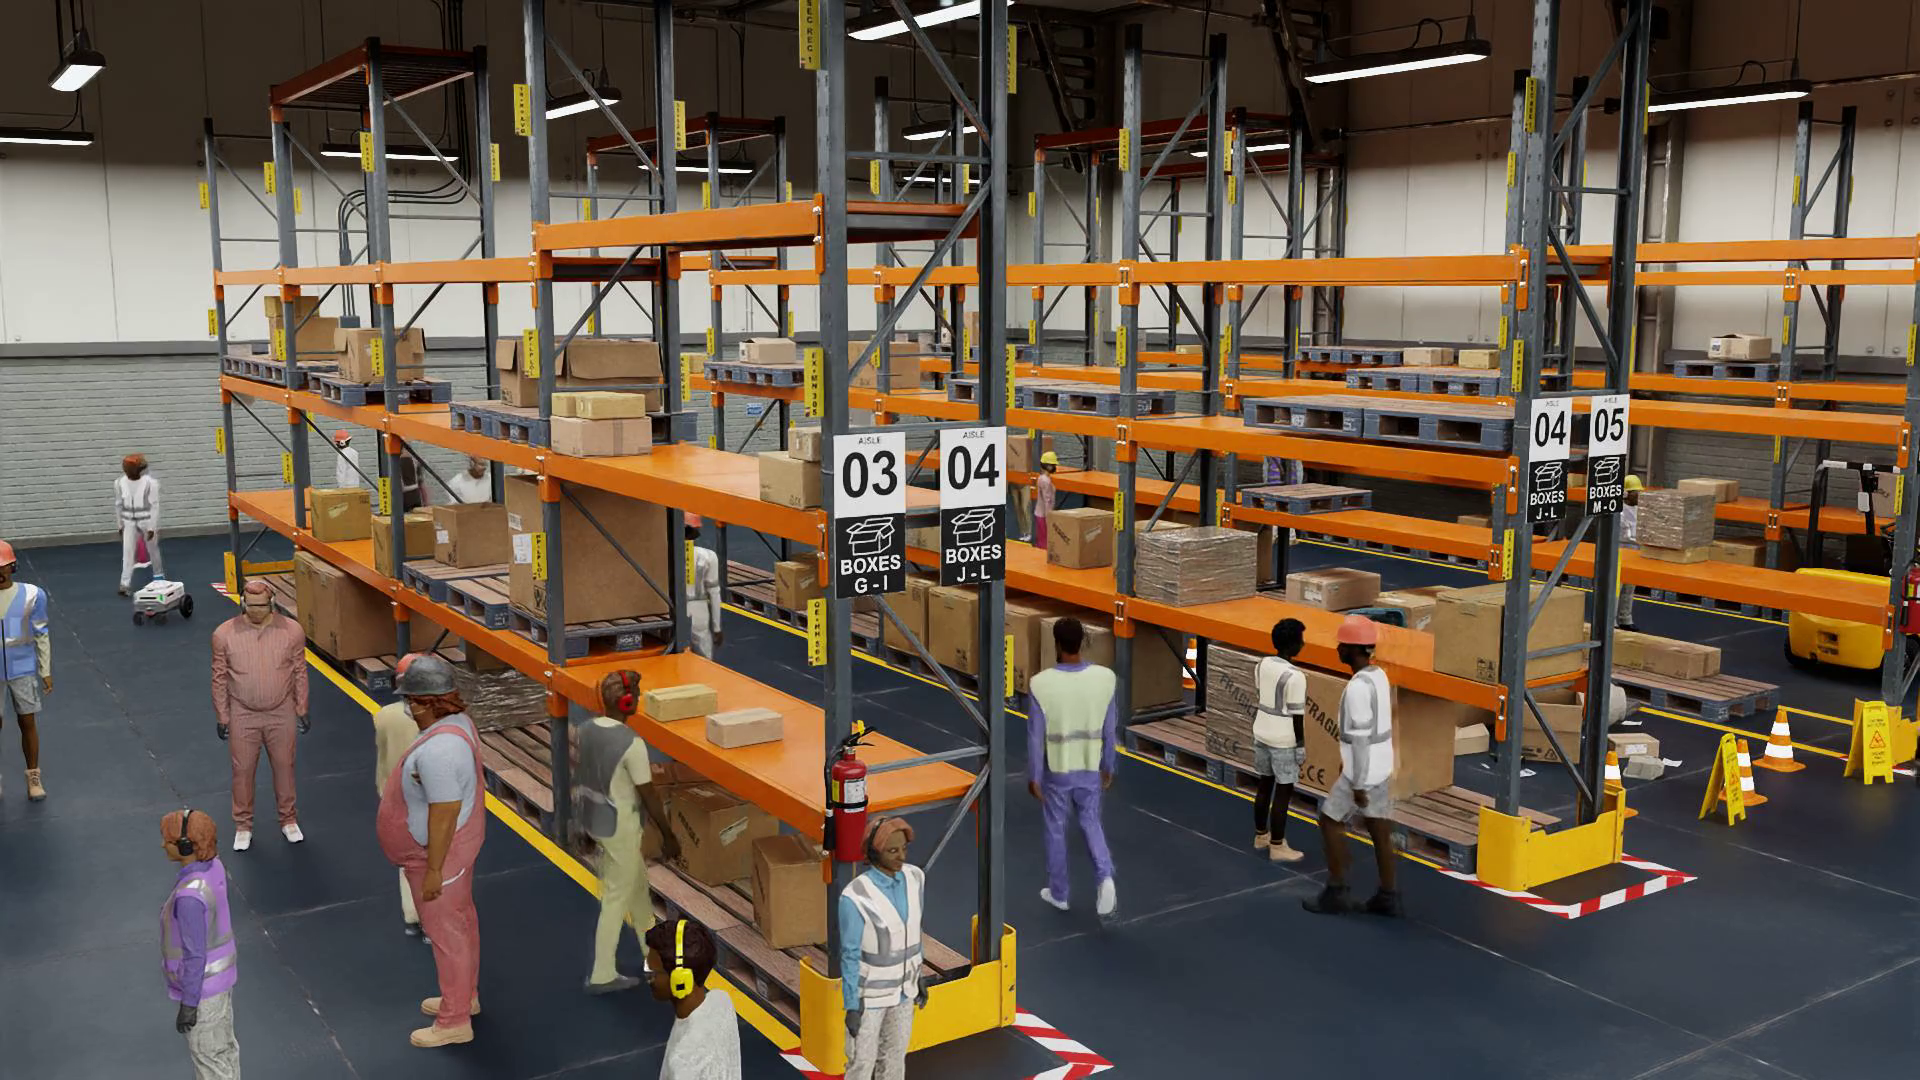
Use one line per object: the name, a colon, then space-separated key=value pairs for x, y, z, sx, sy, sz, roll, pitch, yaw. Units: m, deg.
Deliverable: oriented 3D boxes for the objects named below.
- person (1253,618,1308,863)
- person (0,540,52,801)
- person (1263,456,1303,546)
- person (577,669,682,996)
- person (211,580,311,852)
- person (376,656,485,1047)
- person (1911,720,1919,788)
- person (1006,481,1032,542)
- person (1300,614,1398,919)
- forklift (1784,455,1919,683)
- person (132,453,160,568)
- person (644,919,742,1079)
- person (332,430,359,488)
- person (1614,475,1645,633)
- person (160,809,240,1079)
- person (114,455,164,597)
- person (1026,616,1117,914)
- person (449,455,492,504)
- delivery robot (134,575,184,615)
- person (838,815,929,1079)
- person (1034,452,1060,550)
person: x=2.200 y=1.368 z=11.424 sx=0.319 sy=1.689 sz=0.539 roll=-3 pitch=9 yaw=-20
person: x=-7.263 y=1.003 z=12.677 sx=0.605 sy=2.045 sz=0.376 roll=-5 pitch=10 yaw=-28
person: x=4.971 y=-0.833 z=25.569 sx=0.624 sy=1.844 sz=0.429 roll=4 pitch=10 yaw=26
person: x=-1.792 y=1.615 z=9.362 sx=0.786 sy=1.818 sz=0.580 roll=-7 pitch=11 yaw=-38
person: x=-4.906 y=1.220 z=11.707 sx=0.639 sy=1.902 sz=0.407 roll=-5 pitch=10 yaw=-28
person: x=-2.760 y=1.602 z=8.693 sx=0.537 sy=2.000 sz=0.689 roll=-1 pitch=9 yaw=-8
person: x=6.334 y=1.492 z=10.570 sx=0.418 sy=1.683 sz=0.574 roll=-3 pitch=9 yaw=-19
person: x=0.912 y=-0.776 z=25.995 sx=0.528 sy=1.607 sz=0.535 roll=4 pitch=9 yaw=26
person: x=2.437 y=1.411 z=10.393 sx=0.735 sy=1.912 sz=0.555 roll=6 pitch=10 yaw=33
forklift: x=9.643 y=0.253 z=17.172 sx=2.313 sy=2.155 sz=1.214 roll=-6 pitch=10 yaw=-33
person: x=-11.573 y=-0.419 z=23.535 sx=0.280 sy=1.625 sz=0.493 roll=4 pitch=9 yaw=25
person: x=-0.872 y=2.160 z=5.587 sx=0.331 sy=1.862 sz=0.506 roll=1 pitch=9 yaw=7
person: x=-9.606 y=-0.853 z=26.030 sx=0.349 sy=1.743 sz=0.563 roll=0 pitch=9 yaw=3
person: x=7.570 y=0.174 z=18.882 sx=0.594 sy=1.837 sz=0.404 roll=-5 pitch=10 yaw=-31
person: x=-3.382 y=1.993 z=7.420 sx=0.308 sy=1.640 sz=0.510 roll=-2 pitch=9 yaw=-15
person: x=-10.593 y=-0.198 z=21.436 sx=0.585 sy=1.828 sz=1.013 roll=-1 pitch=9 yaw=-4
person: x=0.719 y=1.427 z=10.373 sx=0.598 sy=1.900 sz=0.652 roll=-3 pitch=9 yaw=-17
person: x=-6.121 y=-0.159 z=21.033 sx=0.669 sy=1.847 sz=1.003 roll=-4 pitch=10 yaw=-27
delivery robot: x=-9.446 y=0.654 z=19.622 sx=0.477 sy=0.478 sz=0.707 roll=-1 pitch=8 yaw=-5
person: x=-0.334 y=2.005 z=7.336 sx=0.315 sy=1.640 sz=0.515 roll=7 pitch=11 yaw=39
person: x=1.162 y=-0.308 z=22.333 sx=0.329 sy=1.765 sz=0.526 roll=-1 pitch=9 yaw=-4
